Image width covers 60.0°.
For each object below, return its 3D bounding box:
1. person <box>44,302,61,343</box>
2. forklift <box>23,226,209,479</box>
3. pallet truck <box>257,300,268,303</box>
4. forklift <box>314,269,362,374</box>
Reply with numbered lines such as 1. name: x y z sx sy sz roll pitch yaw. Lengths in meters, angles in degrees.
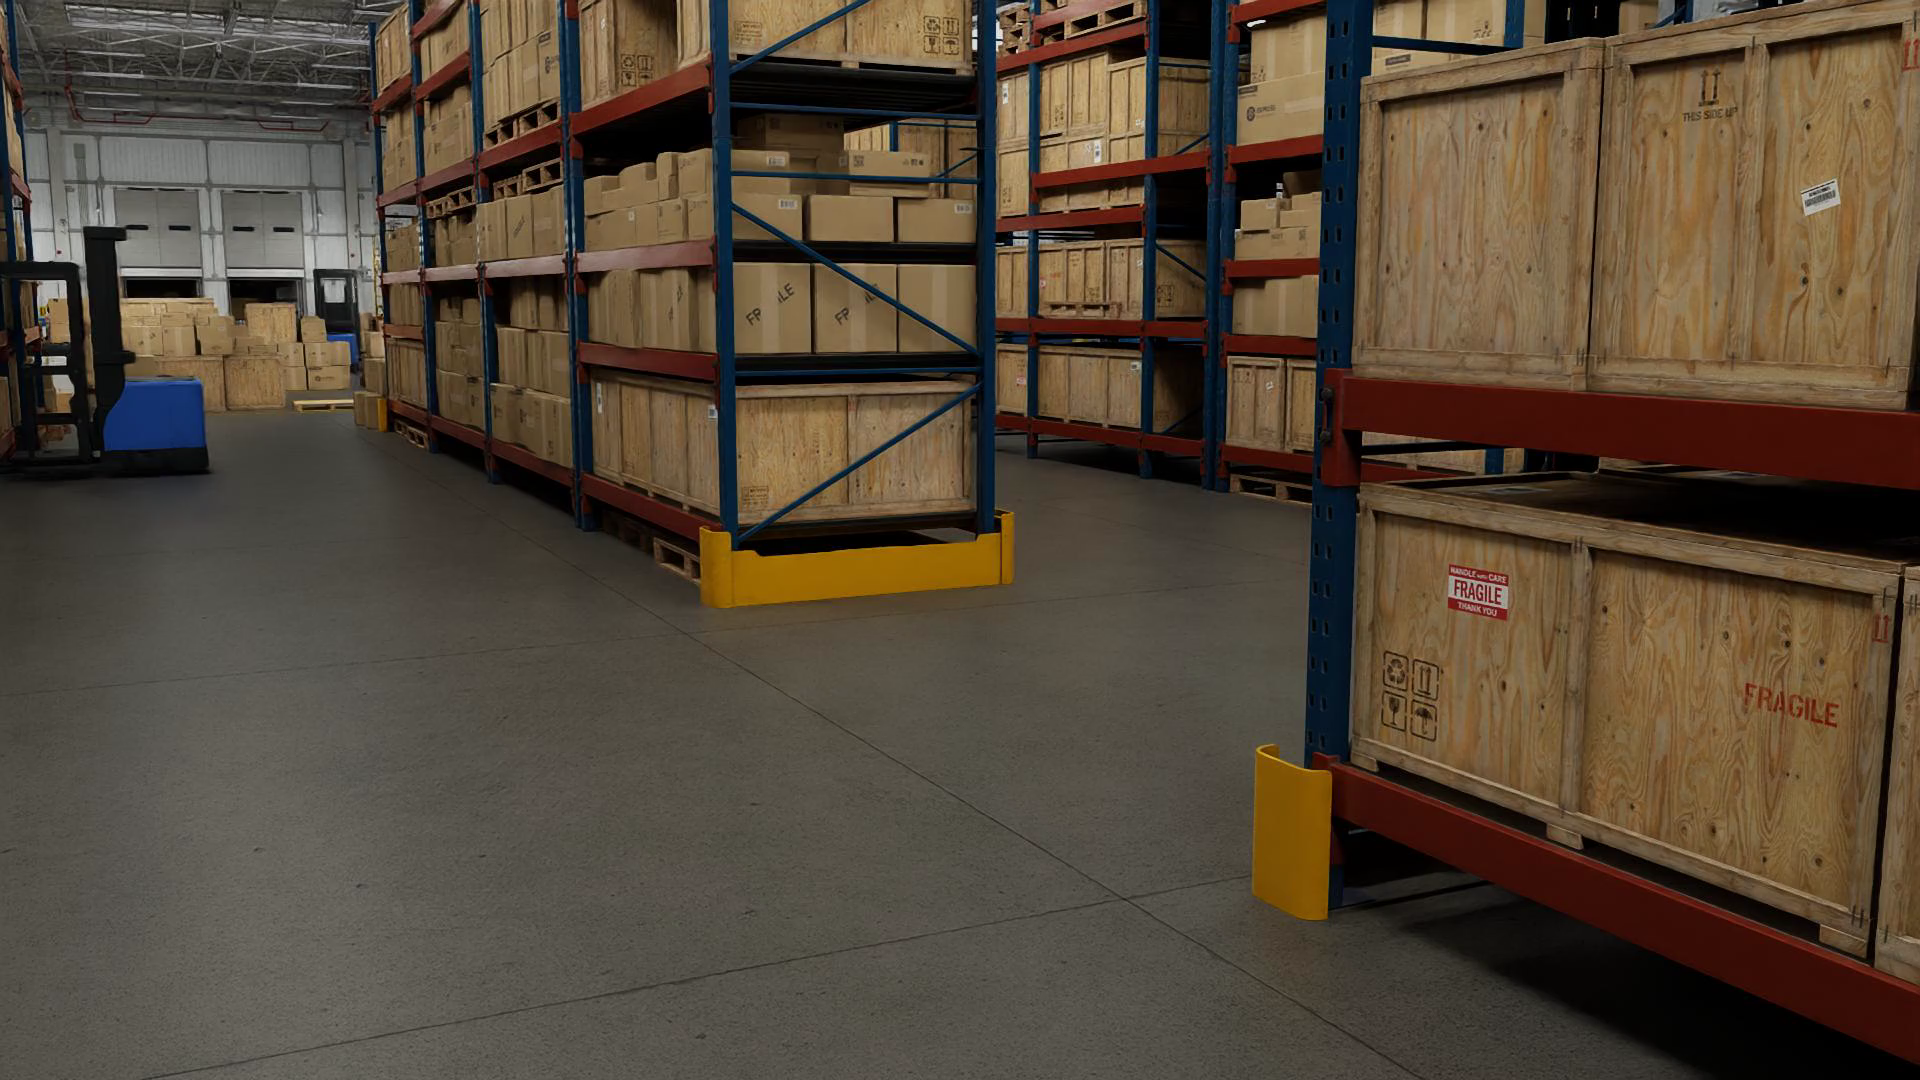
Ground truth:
1. person: -27.864 -6.343 51.087 0.363 1.930 0.587 2 9 14
2. forklift: -9.732 -2.169 19.042 1.873 2.768 1.129 -4 9 -26
3. pallet truck: -23.913 -7.404 58.171 1.885 1.965 0.823 -1 8 -9
4. forklift: -16.677 -5.853 44.451 1.129 2.768 1.873 -2 8 -12
